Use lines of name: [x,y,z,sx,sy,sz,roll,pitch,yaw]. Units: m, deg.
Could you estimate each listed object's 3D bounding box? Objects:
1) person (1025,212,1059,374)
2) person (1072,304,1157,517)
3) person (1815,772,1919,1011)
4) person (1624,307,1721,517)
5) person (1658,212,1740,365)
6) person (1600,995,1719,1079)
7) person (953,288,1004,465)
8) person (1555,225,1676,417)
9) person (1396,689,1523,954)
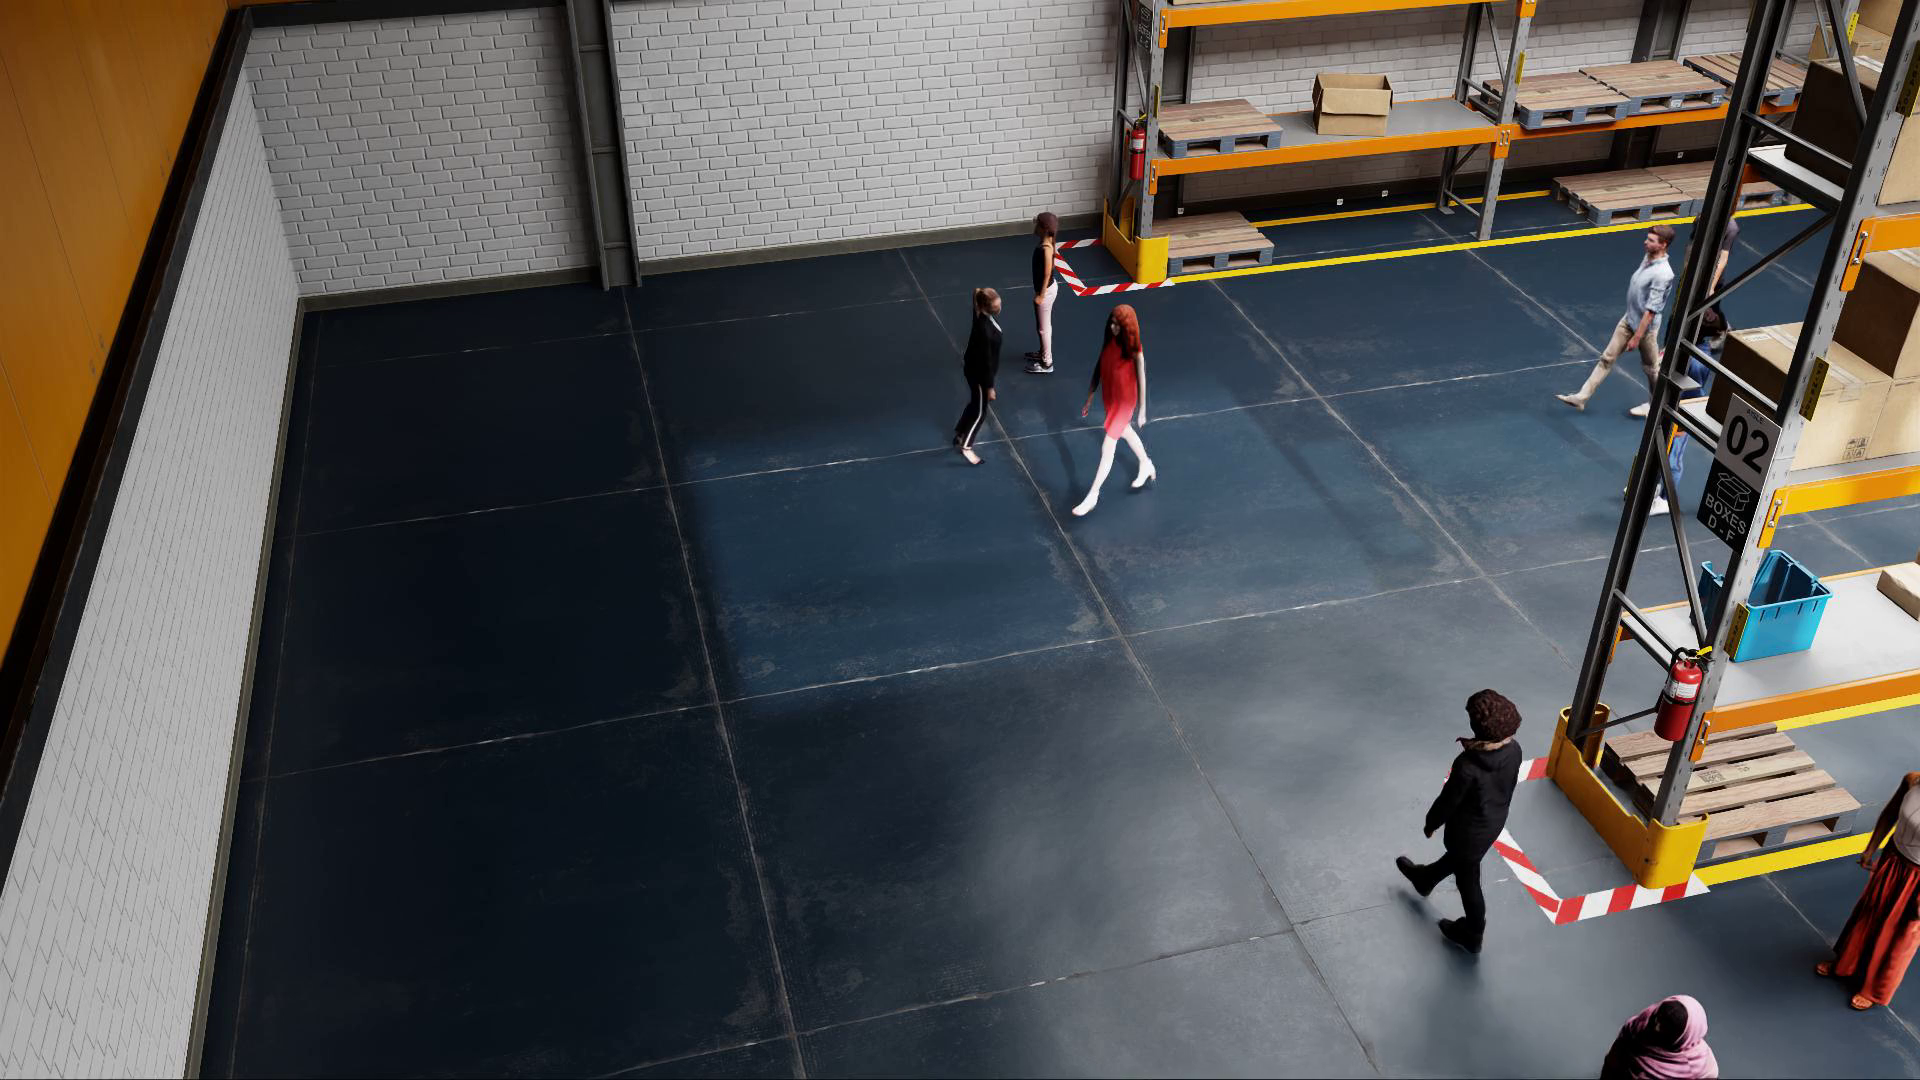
person: [0.783,-2.310,15.426,0.616,1.564,0.604,4,34,5]
person: [1.353,-1.087,13.398,1.200,1.773,0.839,-20,38,-27]
person: [5.142,1.814,9.007,0.575,1.802,0.619,-9,35,-13]
person: [5.733,-1.047,13.305,0.656,1.809,0.729,0,34,0]
person: [7.006,-2.456,15.501,1.247,1.724,0.877,-20,38,-27]
person: [3.217,2.693,7.837,0.766,1.633,0.761,-27,42,-35]
person: [0.110,-1.366,13.915,0.683,1.665,0.753,-11,35,-16]
person: [6.043,-1.858,14.536,1.255,1.797,0.881,-1,34,-1]
person: [2.945,1.640,9.320,1.000,1.746,0.888,-20,38,-27]
